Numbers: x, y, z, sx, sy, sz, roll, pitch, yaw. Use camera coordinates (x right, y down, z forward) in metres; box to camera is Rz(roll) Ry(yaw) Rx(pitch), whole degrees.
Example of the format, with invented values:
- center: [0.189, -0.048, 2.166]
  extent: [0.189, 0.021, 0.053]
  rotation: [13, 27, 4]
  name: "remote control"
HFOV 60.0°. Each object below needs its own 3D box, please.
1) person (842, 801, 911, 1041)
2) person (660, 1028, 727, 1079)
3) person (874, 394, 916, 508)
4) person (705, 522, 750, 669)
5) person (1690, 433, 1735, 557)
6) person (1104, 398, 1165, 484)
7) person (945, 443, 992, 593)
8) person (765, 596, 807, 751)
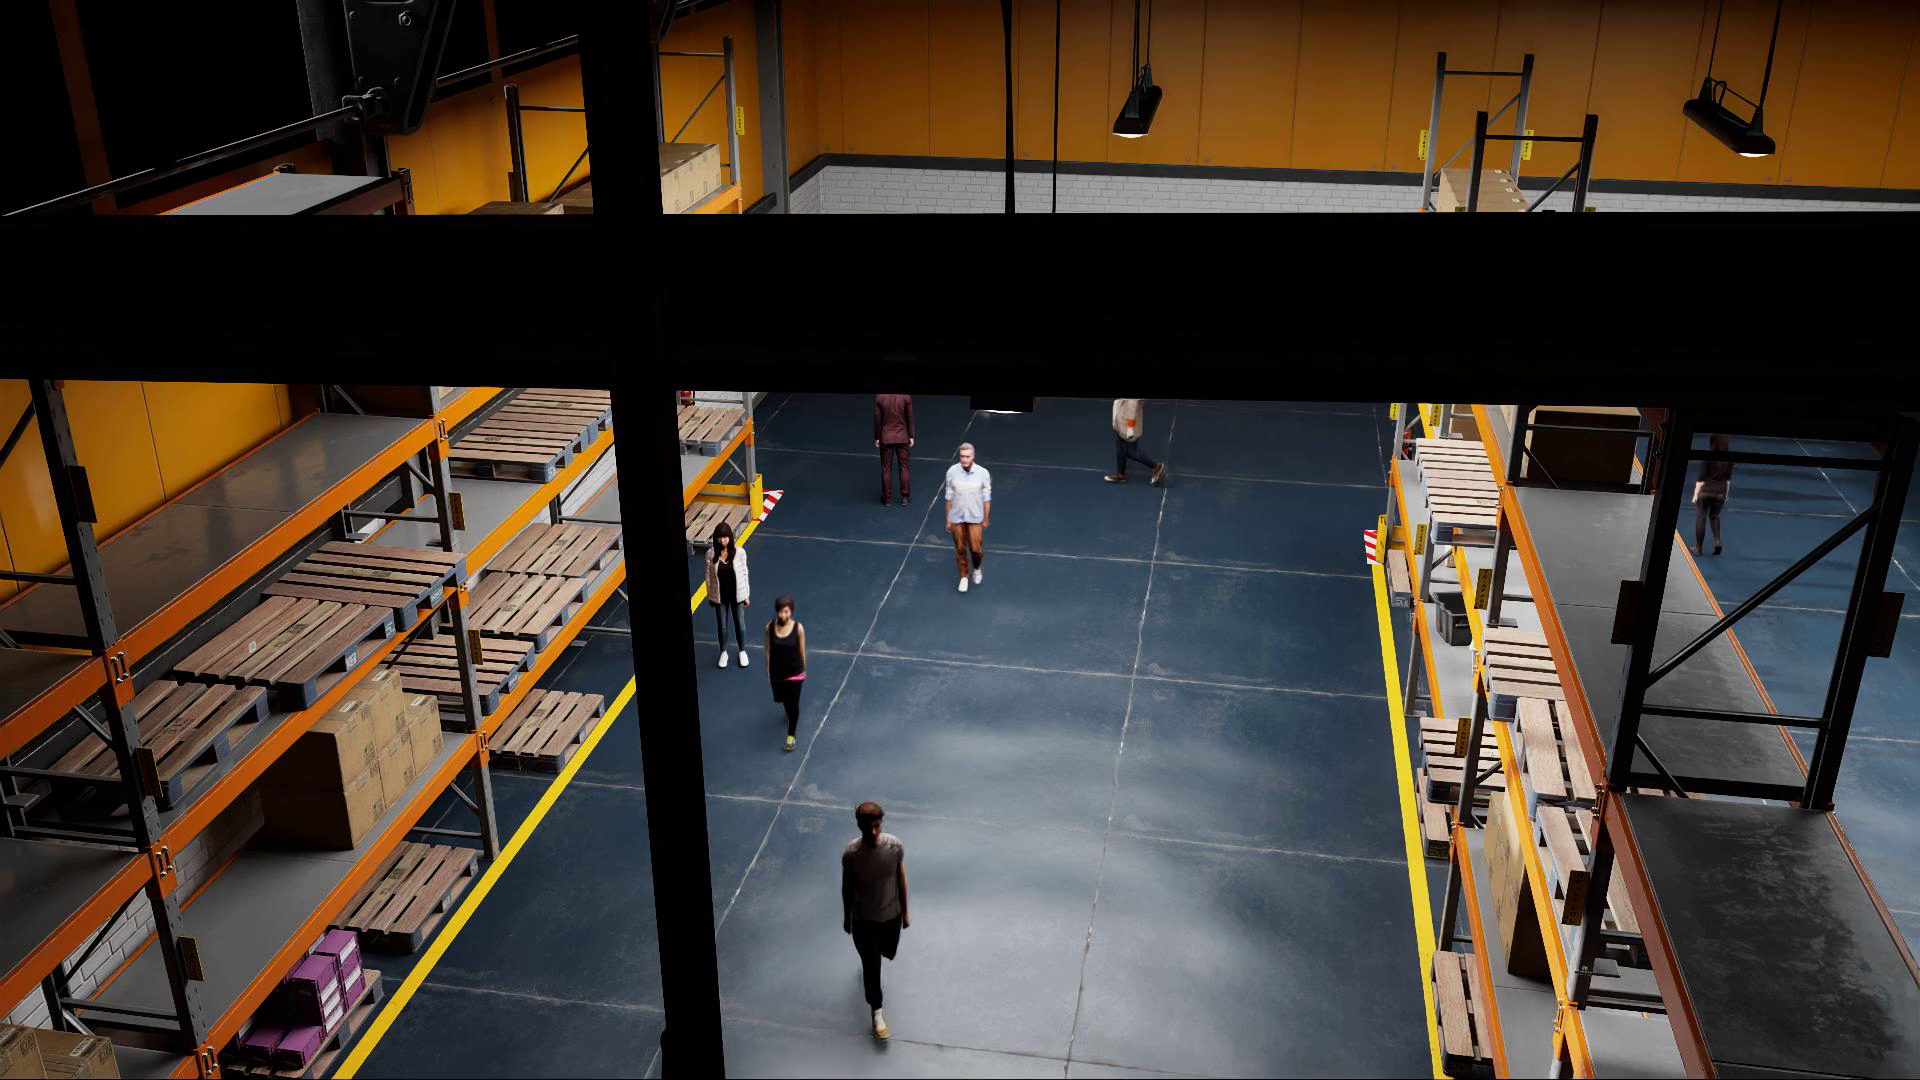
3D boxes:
- center: [-0.641, 2.720, 12.368]
  extent: [0.984, 1.879, 1.194]
  rotation: [-7, 25, -16]
  name: "person"
- center: [-1.688, 3.564, 10.632]
  extent: [0.627, 1.723, 0.631]
  rotation: [-3, 24, -6]
  name: "person"
- center: [-0.852, -1.341, 21.674]
  extent: [0.736, 1.865, 0.681]
  rotation: [-1, 24, -3]
  name: "person"
- center: [-2.448, 0.564, 17.602]
  extent: [0.669, 1.637, 0.640]
  rotation: [-3, 24, -6]
  name: "person"
- center: [9.135, -0.531, 20.115]
  extent: [0.641, 1.631, 0.784]
  rotation: [1, 24, 1]
  name: "person"
- center: [2.371, -1.608, 22.283]
  extent: [0.861, 1.868, 1.003]
  rotation: [1, 24, 1]
  name: "person"
- center: [0.086, -0.297, 19.350]
  extent: [0.681, 1.814, 0.682]
  rotation: [3, 24, 7]
  name: "person"
- center: [-1.680, 1.232, 16.205]
  extent: [0.583, 1.532, 0.930]
  rotation: [2, 24, 5]
  name: "person"
